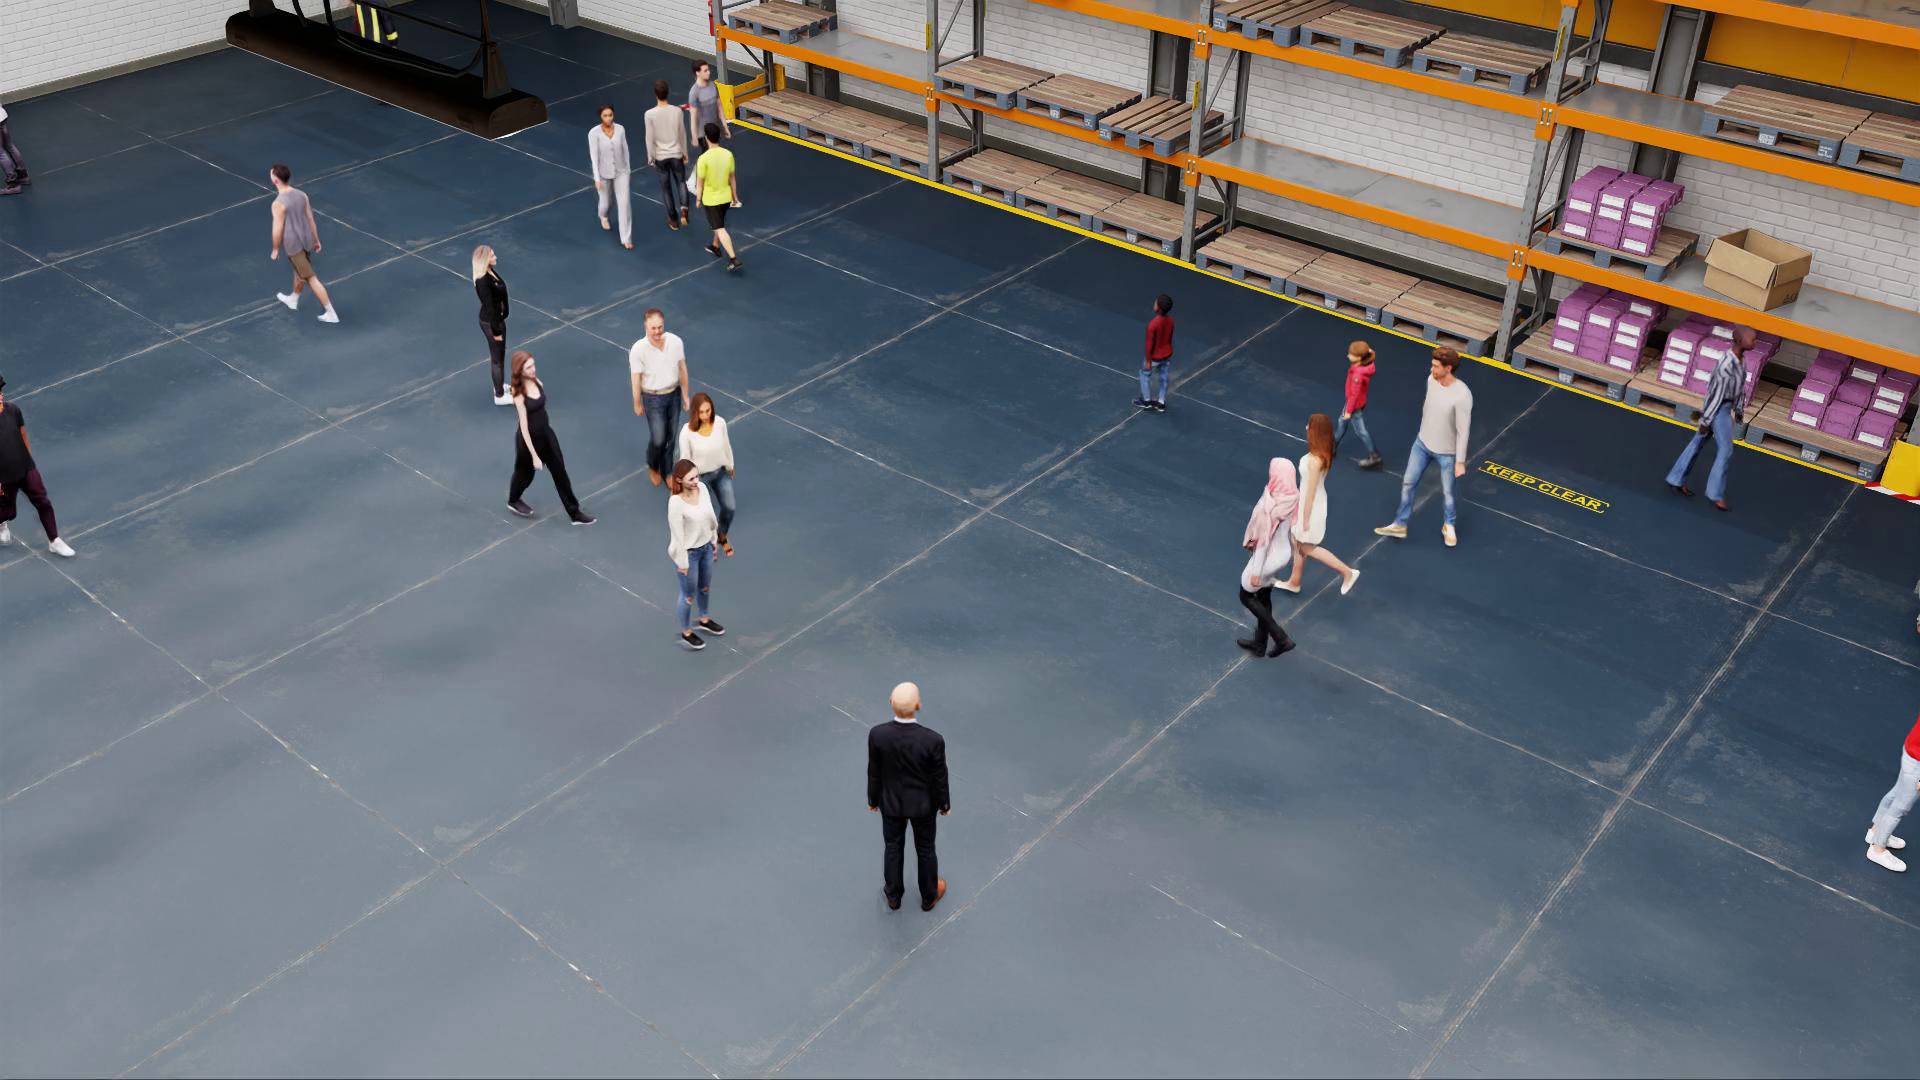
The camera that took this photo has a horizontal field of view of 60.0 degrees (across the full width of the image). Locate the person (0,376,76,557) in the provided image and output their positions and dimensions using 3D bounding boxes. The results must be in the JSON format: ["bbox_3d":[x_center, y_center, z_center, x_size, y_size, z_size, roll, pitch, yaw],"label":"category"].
[{"bbox_3d":[-8.193,-0.639,14.260,1.071,1.756,0.710,19,38,26],"label":"person"}]

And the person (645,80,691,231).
[{"bbox_3d":[-3.518,-4.610,20.144,0.833,1.855,0.916,-12,35,-17],"label":"person"}]

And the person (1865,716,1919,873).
[{"bbox_3d":[6.449,1.464,11.141,0.582,1.706,0.661,15,36,21],"label":"person"}]

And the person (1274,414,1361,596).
[{"bbox_3d":[2.993,-0.243,13.727,1.033,1.687,0.760,11,35,16],"label":"person"}]

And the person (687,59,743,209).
[{"bbox_3d":[-3.254,-5.150,20.966,1.214,1.845,0.799,18,38,25],"label":"person"}]

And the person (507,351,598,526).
[{"bbox_3d":[-3.835,-0.880,14.674,1.221,1.698,0.840,13,36,19],"label":"person"}]

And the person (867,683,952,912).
[{"bbox_3d":[-0.337,1.674,10.743,0.712,1.797,0.835,4,34,6],"label":"person"}]

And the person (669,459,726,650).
[{"bbox_3d":[-2.124,0.087,13.225,0.600,1.692,0.643,18,38,25],"label":"person"}]

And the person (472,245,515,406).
[{"bbox_3d":[-4.673,-2.152,16.602,0.758,1.682,0.668,-7,34,-11],"label":"person"}]

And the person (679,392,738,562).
[{"bbox_3d":[-2.193,-0.579,14.252,0.746,1.665,0.711,-19,38,-26],"label":"person"}]

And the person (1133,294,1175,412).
[{"bbox_3d":[2.013,-1.828,16.508,0.574,1.248,0.597,-23,40,-30],"label":"person"}]

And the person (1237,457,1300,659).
[{"bbox_3d":[2.482,0.198,12.967,0.757,1.793,0.640,27,42,35],"label":"person"}]

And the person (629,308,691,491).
[{"bbox_3d":[-2.764,-1.342,15.245,0.769,1.835,0.800,-16,37,-23],"label":"person"}]

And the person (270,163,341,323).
[{"bbox_3d":[-7.166,-3.189,18.193,1.220,1.799,0.885,12,35,17],"label":"person"}]

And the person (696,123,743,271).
[{"bbox_3d":[-2.780,-3.956,19.326,0.748,1.672,1.146,-25,41,-32],"label":"person"}]

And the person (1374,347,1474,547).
[{"bbox_3d":[4.223,-0.839,14.463,0.954,1.865,0.925,-26,42,-34],"label":"person"}]

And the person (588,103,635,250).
[{"bbox_3d":[-4.214,-4.422,19.990,0.941,1.713,1.173,-14,36,-20],"label":"person"}]

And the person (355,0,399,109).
[{"bbox_3d":[-8.417,-7.240,24.036,0.695,1.927,0.900,16,37,22],"label":"person"}]

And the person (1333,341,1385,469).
[{"bbox_3d":[3.790,-1.250,15.611,0.983,1.278,0.754,10,35,15],"label":"person"}]

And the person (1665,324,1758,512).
[{"bbox_3d":[6.741,-1.151,15.016,0.895,1.772,0.701,18,38,25],"label":"person"}]

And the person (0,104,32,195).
[{"bbox_3d":[-12.392,-5.377,21.322,0.794,1.829,0.737,-2,34,-3],"label":"person"}]
